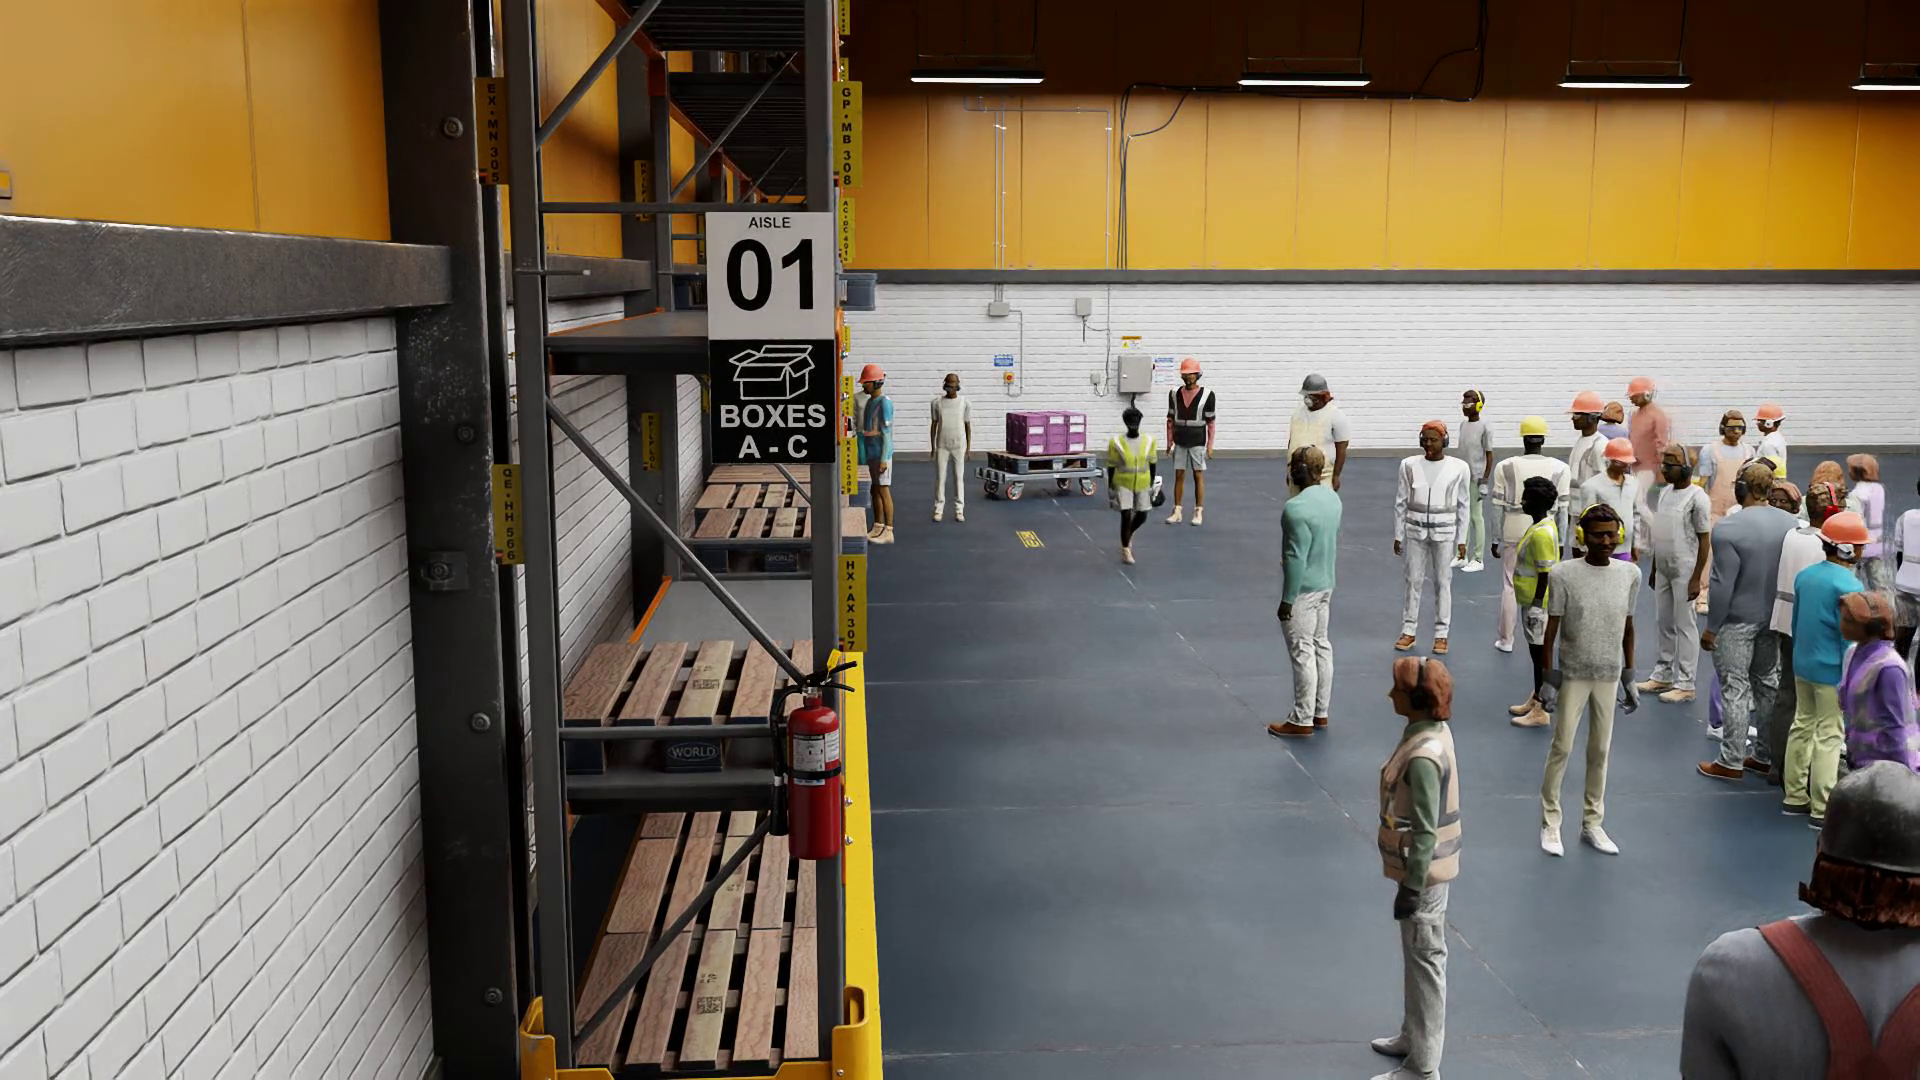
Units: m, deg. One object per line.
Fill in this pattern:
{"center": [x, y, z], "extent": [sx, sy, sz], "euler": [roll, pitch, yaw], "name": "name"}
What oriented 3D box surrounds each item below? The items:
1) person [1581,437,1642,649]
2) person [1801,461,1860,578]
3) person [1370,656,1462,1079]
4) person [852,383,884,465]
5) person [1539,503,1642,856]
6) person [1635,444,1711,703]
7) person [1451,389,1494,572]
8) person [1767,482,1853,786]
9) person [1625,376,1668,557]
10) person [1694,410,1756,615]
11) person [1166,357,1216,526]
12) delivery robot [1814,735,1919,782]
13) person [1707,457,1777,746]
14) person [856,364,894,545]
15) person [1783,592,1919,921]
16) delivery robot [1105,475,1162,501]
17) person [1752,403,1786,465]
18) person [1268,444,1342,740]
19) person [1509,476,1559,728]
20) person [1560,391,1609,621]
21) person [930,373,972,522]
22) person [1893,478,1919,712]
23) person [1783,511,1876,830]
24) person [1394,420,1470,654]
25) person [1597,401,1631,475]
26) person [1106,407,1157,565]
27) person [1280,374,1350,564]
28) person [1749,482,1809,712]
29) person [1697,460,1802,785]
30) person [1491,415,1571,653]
{"center": [5.267, 0.036, 13.431], "extent": [0.573, 1.741, 0.355], "euler": [-3, 10, -20], "name": "person"}
{"center": [6.557, 0.211, 12.663], "extent": [0.498, 1.634, 0.282], "euler": [7, 11, 37], "name": "person"}
{"center": [1.707, 1.235, 6.211], "extent": [0.312, 1.642, 0.512], "euler": [3, 9, 17], "name": "person"}
{"center": [-1.256, -1.481, 22.912], "extent": [0.524, 1.761, 0.338], "euler": [4, 10, 25], "name": "person"}
{"center": [3.297, 0.726, 8.697], "extent": [0.523, 1.870, 0.317], "euler": [0, 9, -3], "name": "person"}
{"center": [5.101, 0.236, 11.845], "extent": [0.325, 1.843, 0.517], "euler": [-2, 9, -12], "name": "person"}
{"center": [5.233, -0.608, 17.066], "extent": [0.328, 1.873, 0.519], "euler": [-4, 10, -22], "name": "person"}
{"center": [4.955, 0.578, 9.699], "extent": [0.390, 1.846, 0.564], "euler": [-2, 9, -11], "name": "person"}
{"center": [7.296, -0.774, 17.801], "extent": [0.432, 1.965, 0.635], "euler": [0, 9, -2], "name": "person"}
{"center": [6.827, -0.238, 14.855], "extent": [0.528, 1.846, 0.371], "euler": [-1, 9, -6], "name": "person"}
{"center": [2.783, -1.189, 20.173], "extent": [0.605, 2.045, 0.387], "euler": [5, 10, 27], "name": "person"}
{"center": [5.084, 1.226, 9.378], "extent": [0.477, 0.478, 0.707], "euler": [-2, 9, -11], "name": "delivery robot"}
{"center": [5.117, 0.387, 10.819], "extent": [0.521, 1.873, 0.334], "euler": [-9, 12, -43], "name": "person"}
{"center": [-0.965, -0.967, 18.826], "extent": [0.396, 2.036, 0.600], "euler": [-4, 10, -25], "name": "person"}
{"center": [4.146, 1.028, 7.647], "extent": [0.684, 1.595, 0.544], "euler": [2, 9, 14], "name": "person"}
{"center": [2.263, -0.741, 21.724], "extent": [0.707, 0.478, 0.477], "euler": [6, 11, 32], "name": "delivery robot"}
{"center": [8.106, -0.498, 16.739], "extent": [0.341, 1.752, 0.563], "euler": [5, 11, 31], "name": "person"}
{"center": [2.271, 0.336, 10.925], "extent": [0.358, 1.938, 0.636], "euler": [7, 11, 36], "name": "person"}
{"center": [3.877, 0.414, 11.196], "extent": [0.317, 1.695, 0.540], "euler": [3, 9, 17], "name": "person"}
{"center": [5.359, -0.255, 14.307], "extent": [0.378, 2.045, 0.605], "euler": [0, 9, 2], "name": "person"}
{"center": [-0.111, -1.135, 20.478], "extent": [0.506, 1.839, 0.350], "euler": [0, 9, 1], "name": "person"}
{"center": [6.732, 0.351, 11.592], "extent": [0.315, 1.696, 0.540], "euler": [-1, 9, -8], "name": "person"}
{"center": [4.797, 0.709, 9.158], "extent": [0.339, 1.752, 0.564], "euler": [0, 9, -2], "name": "person"}
{"center": [3.784, -0.027, 13.378], "extent": [0.585, 1.882, 0.337], "euler": [5, 10, 26], "name": "person"}
{"center": [7.259, -0.736, 18.612], "extent": [0.265, 1.632, 0.508], "euler": [-8, 12, -42], "name": "person"}
{"center": [1.791, -0.594, 17.581], "extent": [0.557, 1.671, 0.565], "euler": [-1, 9, -9], "name": "person"}
{"center": [3.634, -0.715, 17.203], "extent": [0.536, 2.000, 0.672], "euler": [-9, 13, -44], "name": "person"}
{"center": [5.574, 0.416, 11.358], "extent": [0.523, 1.640, 0.306], "euler": [7, 11, 38], "name": "person"}
{"center": [4.710, 0.492, 9.945], "extent": [0.633, 1.938, 0.356], "euler": [-3, 10, -19], "name": "person"}
{"center": [4.563, -0.039, 13.350], "extent": [0.586, 1.920, 0.398], "euler": [2, 9, 13], "name": "person"}
